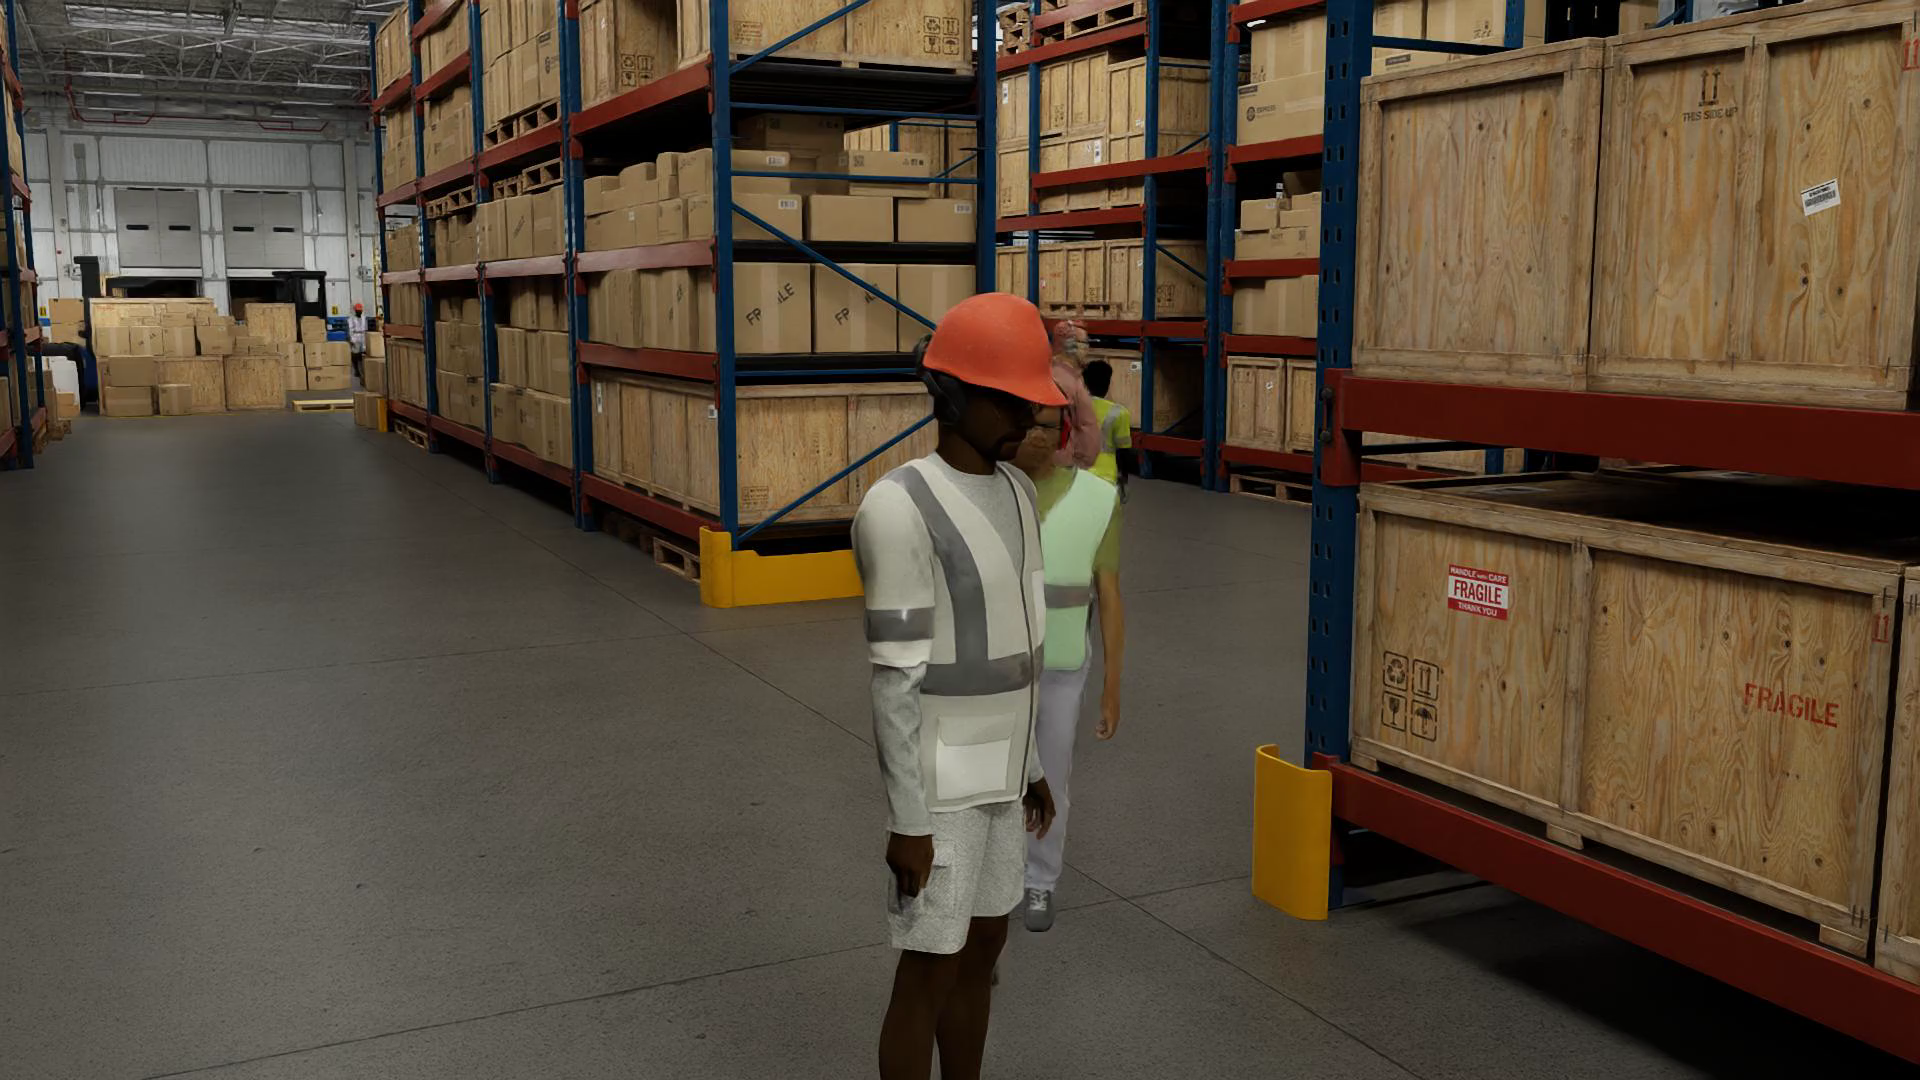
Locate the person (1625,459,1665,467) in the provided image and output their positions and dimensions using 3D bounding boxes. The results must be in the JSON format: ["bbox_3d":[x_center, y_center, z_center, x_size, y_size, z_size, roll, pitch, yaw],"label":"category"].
[{"bbox_3d":[3.639,-0.087,8.213,1.011,1.850,0.673,-4,9,-24],"label":"person"}]

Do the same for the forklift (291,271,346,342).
[{"bbox_3d":[-18.602,-6.327,47.715,1.873,2.768,1.129,6,10,37],"label":"forklift"}]

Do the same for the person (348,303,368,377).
[{"bbox_3d":[-15.469,-5.151,42.932,0.548,1.905,0.807,-8,11,-44],"label":"person"}]

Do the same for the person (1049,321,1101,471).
[{"bbox_3d":[0.656,-0.375,10.146,0.405,1.888,0.750,0,8,2],"label":"person"}]

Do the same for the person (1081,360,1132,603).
[{"bbox_3d":[0.887,-0.416,11.330,0.542,1.611,1.026,4,9,25],"label":"person"}]

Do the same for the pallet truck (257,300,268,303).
[{"bbox_3d":[-23.913,-7.404,58.171,1.885,1.965,0.823,-1,8,-9],"label":"pallet truck"}]

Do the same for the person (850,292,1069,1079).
[{"bbox_3d":[0.035,0.501,3.541,0.386,2.034,0.604,4,9,28],"label":"person"}]

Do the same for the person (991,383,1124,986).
[{"bbox_3d":[0.207,0.409,5.023,0.575,1.783,0.981,1,8,5],"label":"person"}]

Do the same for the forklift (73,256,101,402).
[{"bbox_3d":[-16.619,-4.031,31.885,1.873,2.768,1.129,-4,9,-26],"label":"forklift"}]
